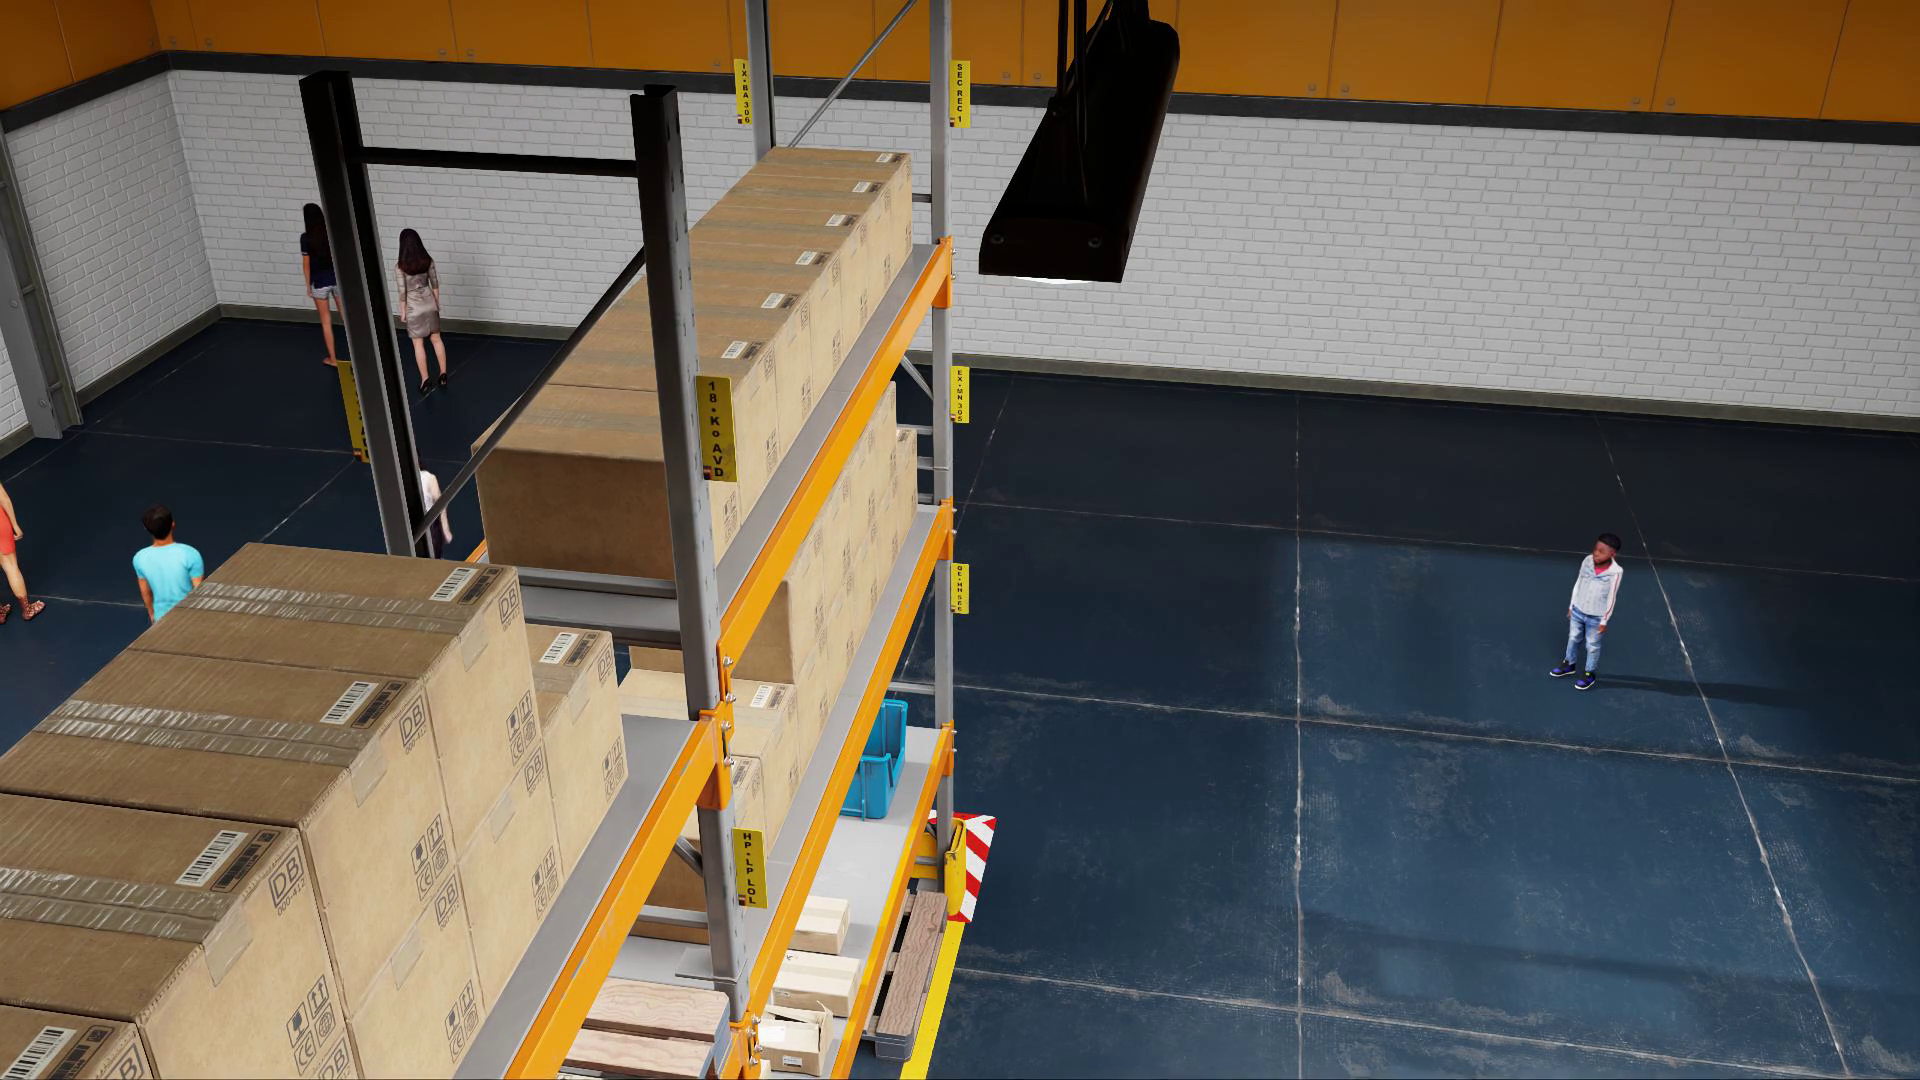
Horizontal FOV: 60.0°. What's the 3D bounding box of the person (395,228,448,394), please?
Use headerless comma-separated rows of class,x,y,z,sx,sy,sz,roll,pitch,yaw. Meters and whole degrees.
person,-5.571,-2.375,17.203,0.632,1.747,0.724,-24,37,-37

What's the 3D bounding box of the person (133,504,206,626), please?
person,-5.504,0.615,11.728,0.868,1.740,1.121,-5,29,-8

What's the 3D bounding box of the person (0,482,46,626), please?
person,-7.666,-0.119,13.095,0.651,1.719,0.637,-5,29,-9

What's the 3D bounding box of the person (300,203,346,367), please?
person,-6.786,-2.740,17.860,0.666,1.759,0.732,-20,34,-32

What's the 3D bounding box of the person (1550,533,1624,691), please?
person,4.730,0.505,12.431,0.628,1.261,0.569,-19,34,-31
